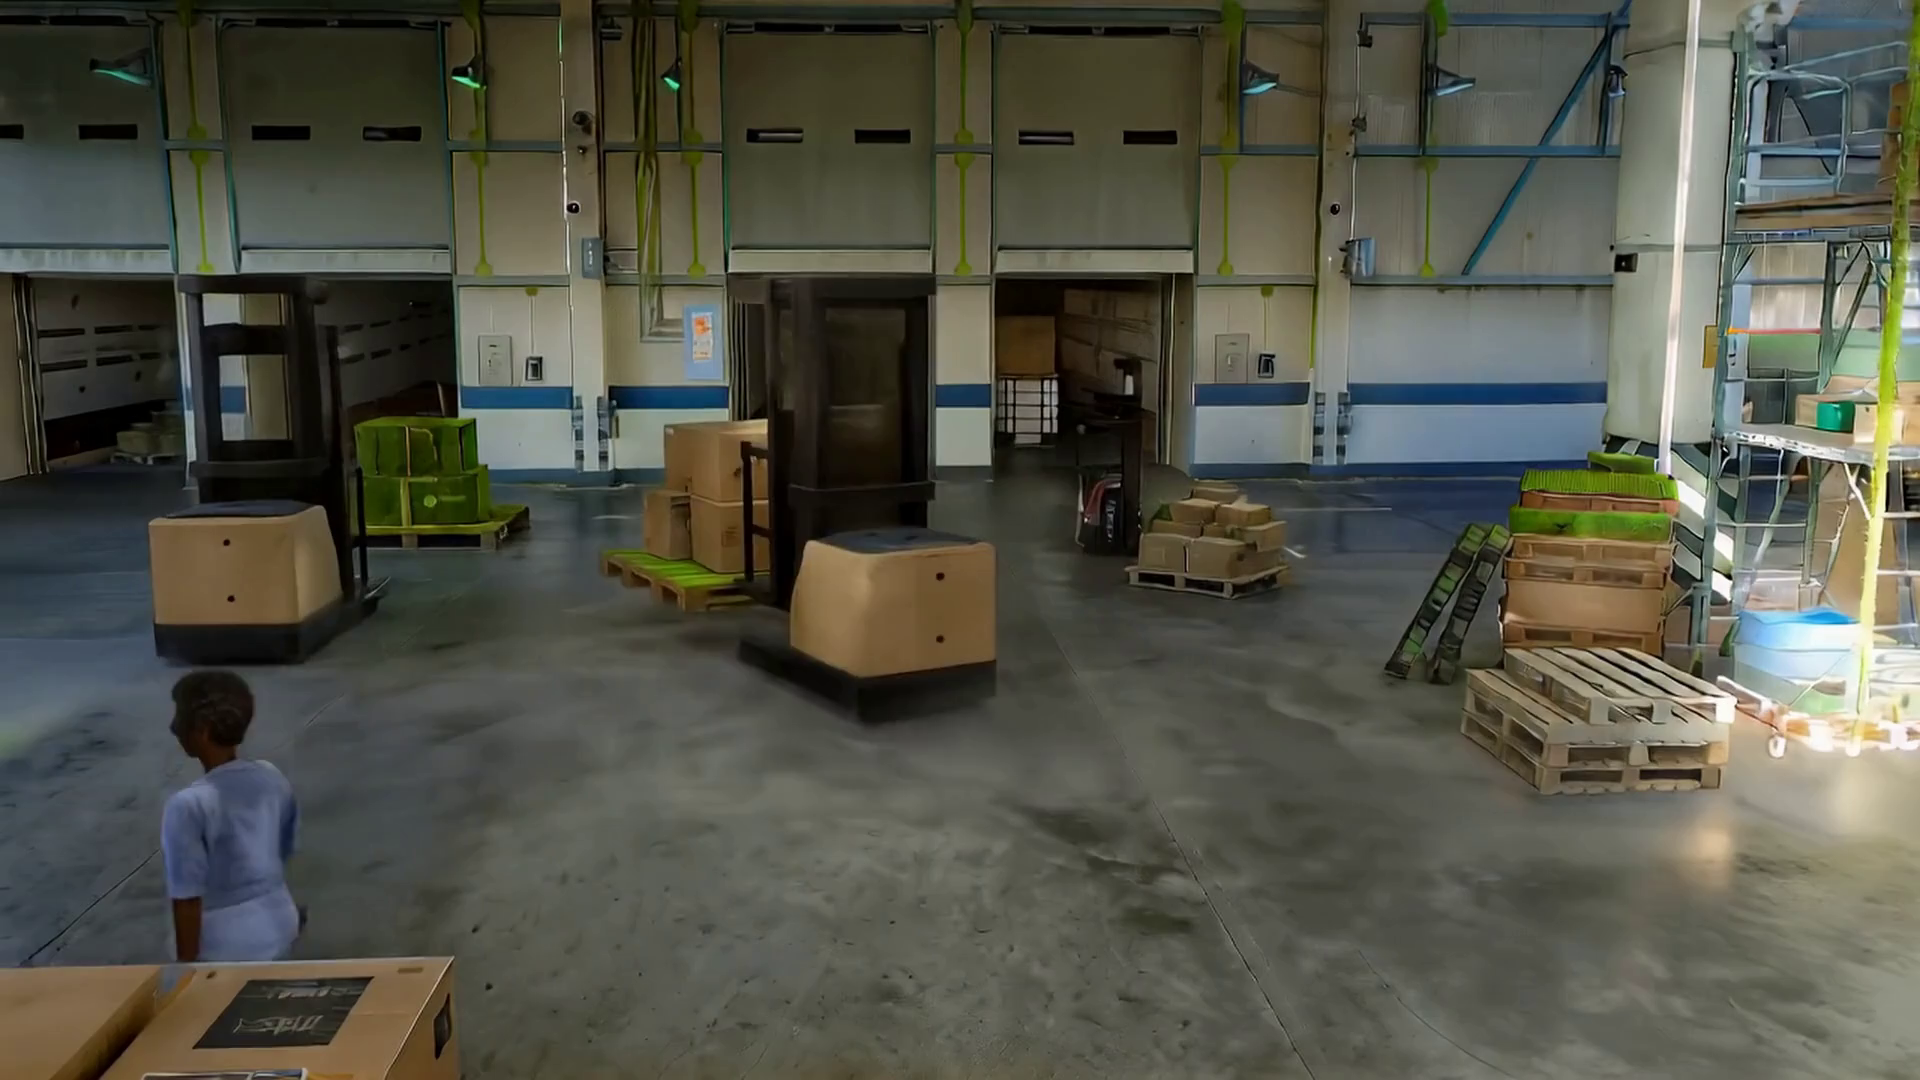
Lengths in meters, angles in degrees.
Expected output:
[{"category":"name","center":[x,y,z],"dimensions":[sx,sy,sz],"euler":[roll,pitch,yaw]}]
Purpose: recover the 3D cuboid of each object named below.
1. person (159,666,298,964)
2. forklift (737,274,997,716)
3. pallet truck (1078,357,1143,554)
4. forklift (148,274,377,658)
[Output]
[{"category":"person","center":[-2.140,1.205,4.926],"dimensions":[0.406,1.680,0.545],"euler":[1,9,7]},{"category":"forklift","center":[-0.643,-0.392,11.209],"dimensions":[1.129,2.768,1.873],"euler":[-5,10,-30]},{"category":"pallet truck","center":[2.088,-0.836,16.757],"dimensions":[1.885,1.965,0.823],"euler":[2,9,13]},{"category":"forklift","center":[-5.344,-0.626,12.678],"dimensions":[1.129,2.768,1.873],"euler":[-1,9,-4]}]
